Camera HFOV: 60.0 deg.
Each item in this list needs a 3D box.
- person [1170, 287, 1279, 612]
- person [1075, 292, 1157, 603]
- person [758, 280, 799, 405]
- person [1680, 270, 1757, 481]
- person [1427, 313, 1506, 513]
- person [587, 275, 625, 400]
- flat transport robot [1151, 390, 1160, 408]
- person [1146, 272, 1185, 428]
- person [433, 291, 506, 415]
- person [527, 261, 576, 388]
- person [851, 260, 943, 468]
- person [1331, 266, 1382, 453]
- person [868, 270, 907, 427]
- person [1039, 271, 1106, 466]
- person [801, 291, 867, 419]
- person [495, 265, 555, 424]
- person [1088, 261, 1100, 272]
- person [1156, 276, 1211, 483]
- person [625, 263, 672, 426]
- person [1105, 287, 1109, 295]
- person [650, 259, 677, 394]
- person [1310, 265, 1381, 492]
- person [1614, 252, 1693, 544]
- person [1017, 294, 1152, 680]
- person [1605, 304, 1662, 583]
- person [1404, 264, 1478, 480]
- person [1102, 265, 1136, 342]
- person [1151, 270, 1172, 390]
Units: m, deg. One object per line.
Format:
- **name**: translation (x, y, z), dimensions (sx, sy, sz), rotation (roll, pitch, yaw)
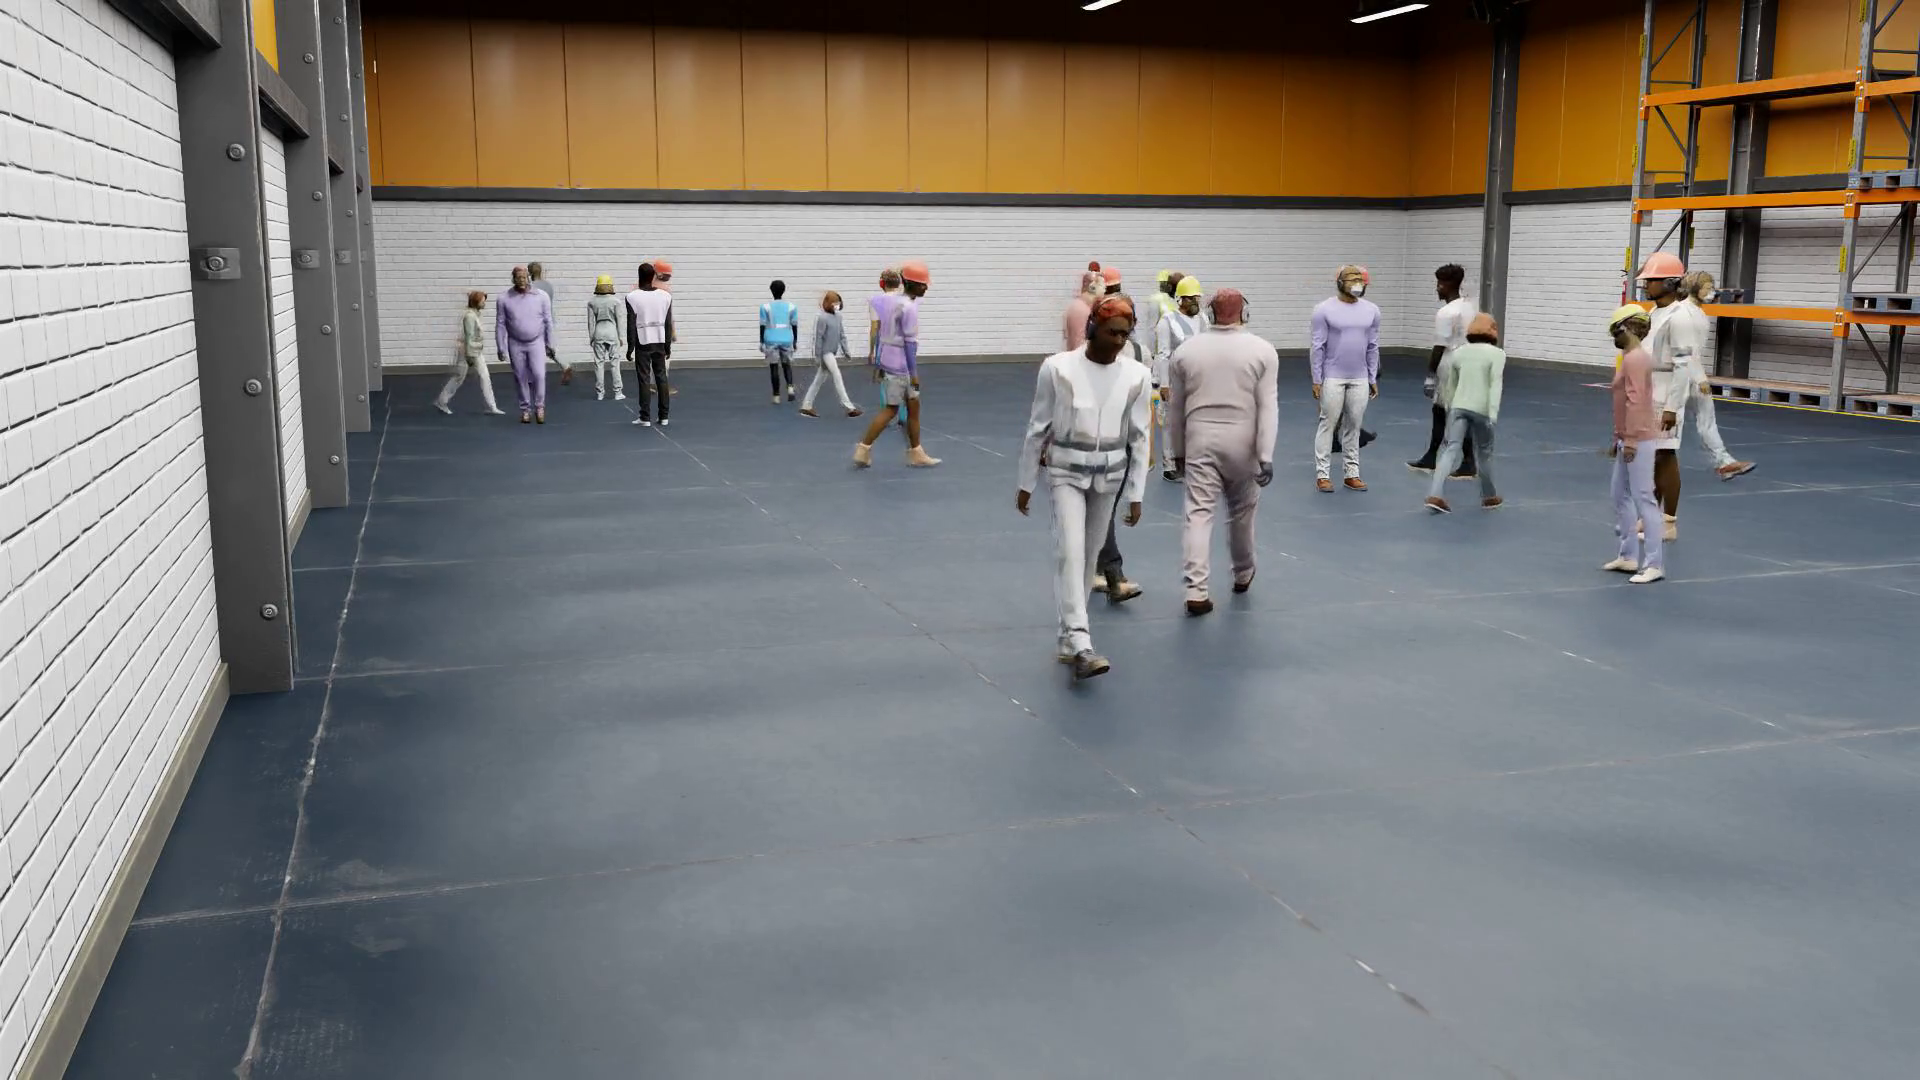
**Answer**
- **person**: translation (1.530, -0.534, 9.632), dimensions (0.659, 1.843, 1.055), rotation (4, 10, 21)
- **person**: translation (0.925, -0.534, 9.756), dimensions (0.502, 1.800, 0.900), rotation (-4, 11, -23)
- **person**: translation (-2.453, -2.665, 22.456), dimensions (0.535, 1.683, 0.376), rotation (-4, 11, -21)
- **person**: translation (6.530, -1.443, 14.792), dimensions (1.059, 1.875, 0.627), rotation (8, 13, 39)
- **person**: translation (4.030, -1.000, 13.132), dimensions (0.876, 1.573, 0.533), rotation (-9, 13, -42)
- **person**: translation (-4.935, -2.825, 23.213), dimensions (0.483, 1.738, 0.313), rotation (0, 10, 1)
- **flat transport robot**: translation (2.342, -1.822, 21.649), dimensions (0.652, 0.197, 1.431), rotation (6, 11, 30)
- **person**: translation (2.449, -2.125, 18.917), dimensions (0.703, 1.818, 0.440), rotation (-5, 11, -27)
- **person**: translation (-6.227, -2.345, 20.912), dimensions (0.887, 1.580, 0.519), rotation (1, 10, 7)
- **person**: translation (-6.267, -3.241, 25.113), dimensions (0.817, 1.921, 0.635), rotation (4, 11, 22)
- **person**: translation (-0.637, -1.644, 15.711), dimensions (0.876, 1.988, 0.618), rotation (-1, 10, -5)
- **person**: translation (4.106, -1.857, 17.158), dimensions (0.969, 1.887, 0.565), rotation (-8, 13, -39)
- **person**: translation (-0.806, -2.242, 19.529), dimensions (0.570, 1.843, 0.372), rotation (-6, 11, -29)
- **person**: translation (1.113, -1.584, 15.632), dimensions (0.831, 1.875, 0.657), rotation (4, 10, 20)
- **person**: translation (-1.583, -2.278, 20.496), dimensions (0.897, 1.570, 0.489), rotation (3, 10, 17)
- **person**: translation (-5.190, -2.314, 19.816), dimensions (0.684, 1.882, 0.704), rotation (-2, 10, -10)
- **person**: translation (2.479, -4.185, 30.660), dimensions (0.584, 1.883, 0.337), rotation (-5, 11, -26)
- **person**: translation (2.025, -1.431, 14.867), dimensions (0.598, 1.832, 0.404), rotation (-6, 12, -33)
- **person**: translation (-3.675, -2.306, 19.688), dimensions (0.592, 1.920, 0.392), rotation (-8, 12, -38)
- **person**: translation (1.793, -2.197, 19.825), dimensions (0.519, 1.653, 0.575), rotation (-4, 11, -21)
- **person**: translation (-4.296, -3.059, 23.948), dimensions (0.438, 1.953, 0.654), rotation (-8, 13, -39)
- **person**: translation (3.297, -1.377, 14.252), dimensions (0.630, 1.940, 0.372), rotation (-2, 10, -12)
- **person**: translation (4.910, -0.991, 11.713), dimensions (0.397, 2.044, 0.609), rotation (1, 10, 4)
- **person**: translation (0.631, -0.241, 7.976), dimensions (0.640, 1.831, 0.964), rotation (-3, 10, -14)
- **person**: translation (4.252, -0.608, 10.440), dimensions (0.415, 1.720, 0.600), rotation (4, 10, 20)
- **person**: translation (4.362, -1.522, 15.077), dimensions (0.884, 1.931, 0.624), rotation (8, 12, 38)
- **person**: translation (1.658, -2.040, 18.198), dimensions (0.554, 1.909, 0.539), rotation (-3, 10, -19)
- **person**: translation (3.149, -3.161, 25.011), dimensions (0.594, 1.799, 0.891), rotation (6, 11, 30)
